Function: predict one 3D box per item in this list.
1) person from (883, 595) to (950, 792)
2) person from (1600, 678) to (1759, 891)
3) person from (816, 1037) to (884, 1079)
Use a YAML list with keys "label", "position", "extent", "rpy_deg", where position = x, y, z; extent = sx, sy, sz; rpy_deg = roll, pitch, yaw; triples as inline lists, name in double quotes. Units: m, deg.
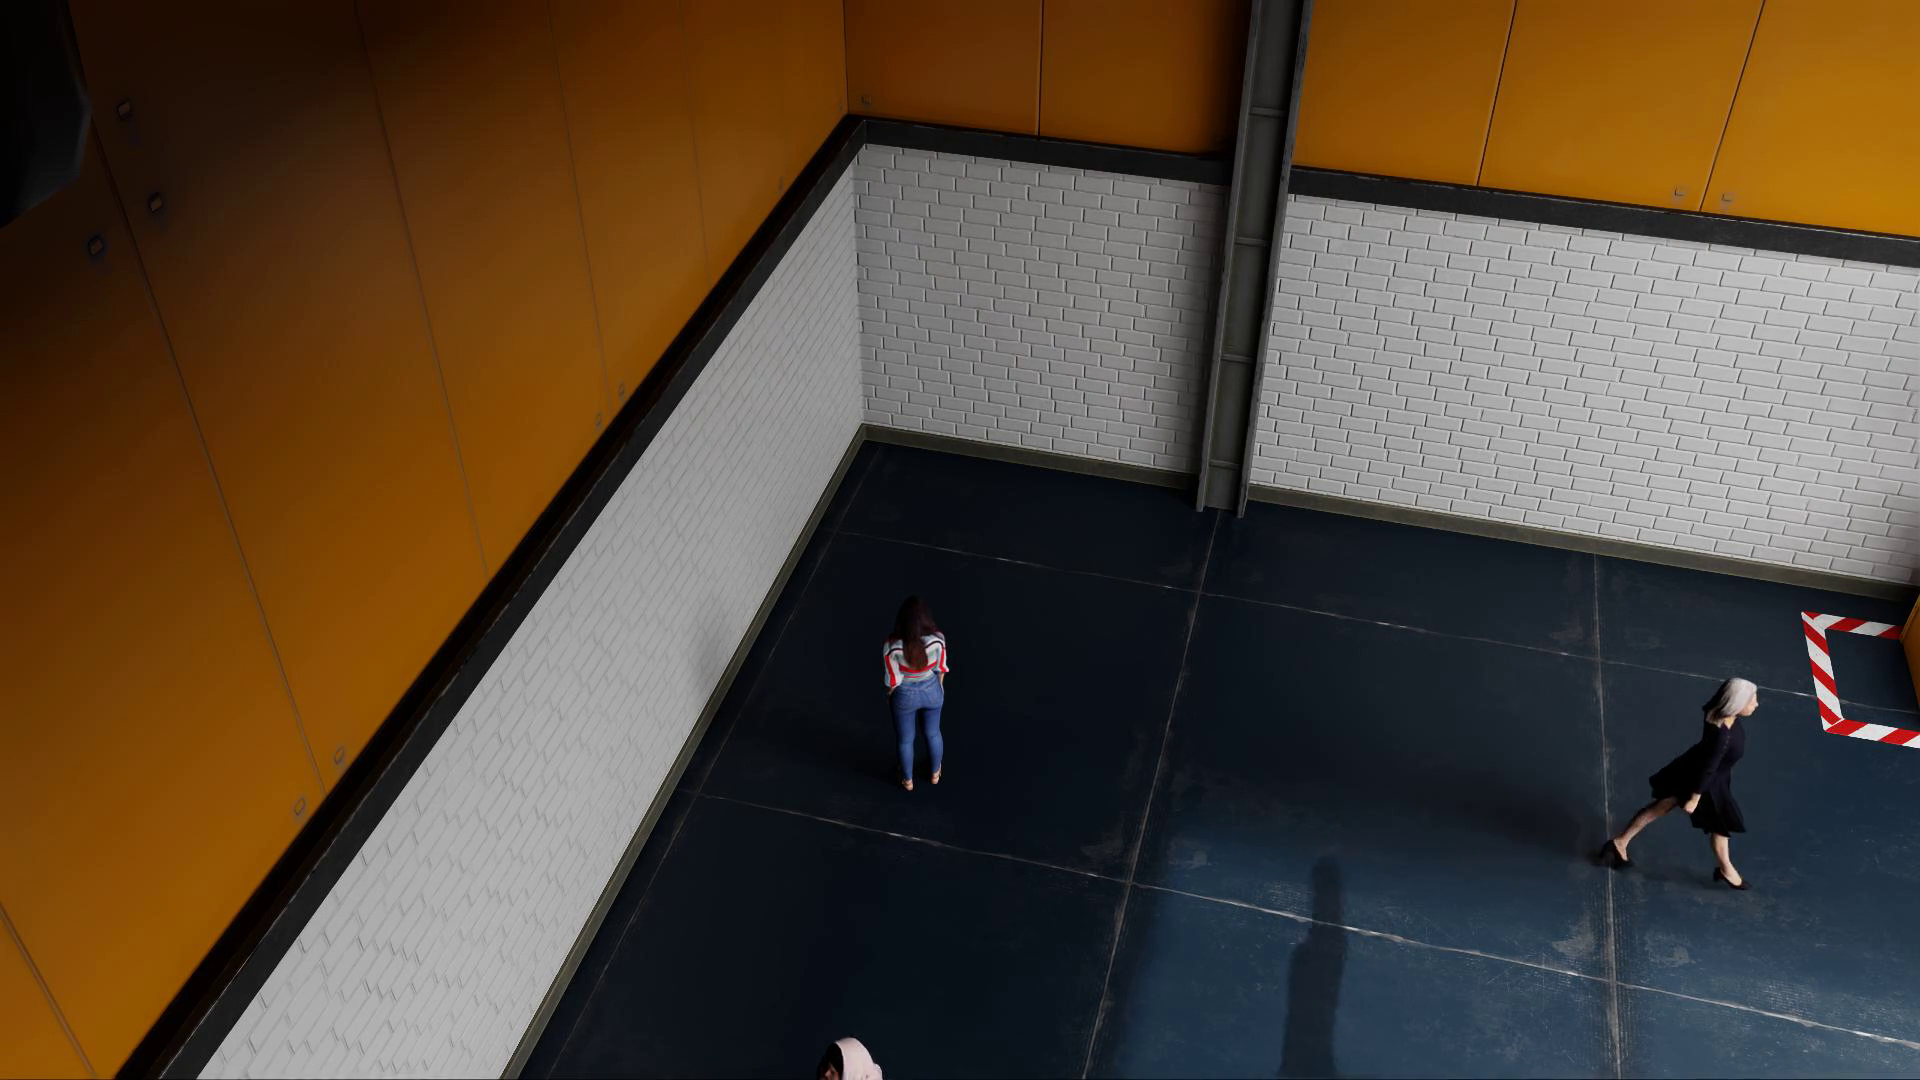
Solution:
- label: "person"
  position: [-0.287, 1.010, 10.978]
  extent: [0.615, 1.614, 0.725]
  rpy_deg: [-10, 40, -13]
- label: "person"
  position: [4.494, 1.500, 10.302]
  extent: [1.145, 1.690, 0.612]
  rpy_deg: [12, 40, 14]
- label: "person"
  position: [-0.468, 3.009, 8.484]
  extent: [1.078, 1.603, 1.053]
  rpy_deg: [-23, 44, -26]
